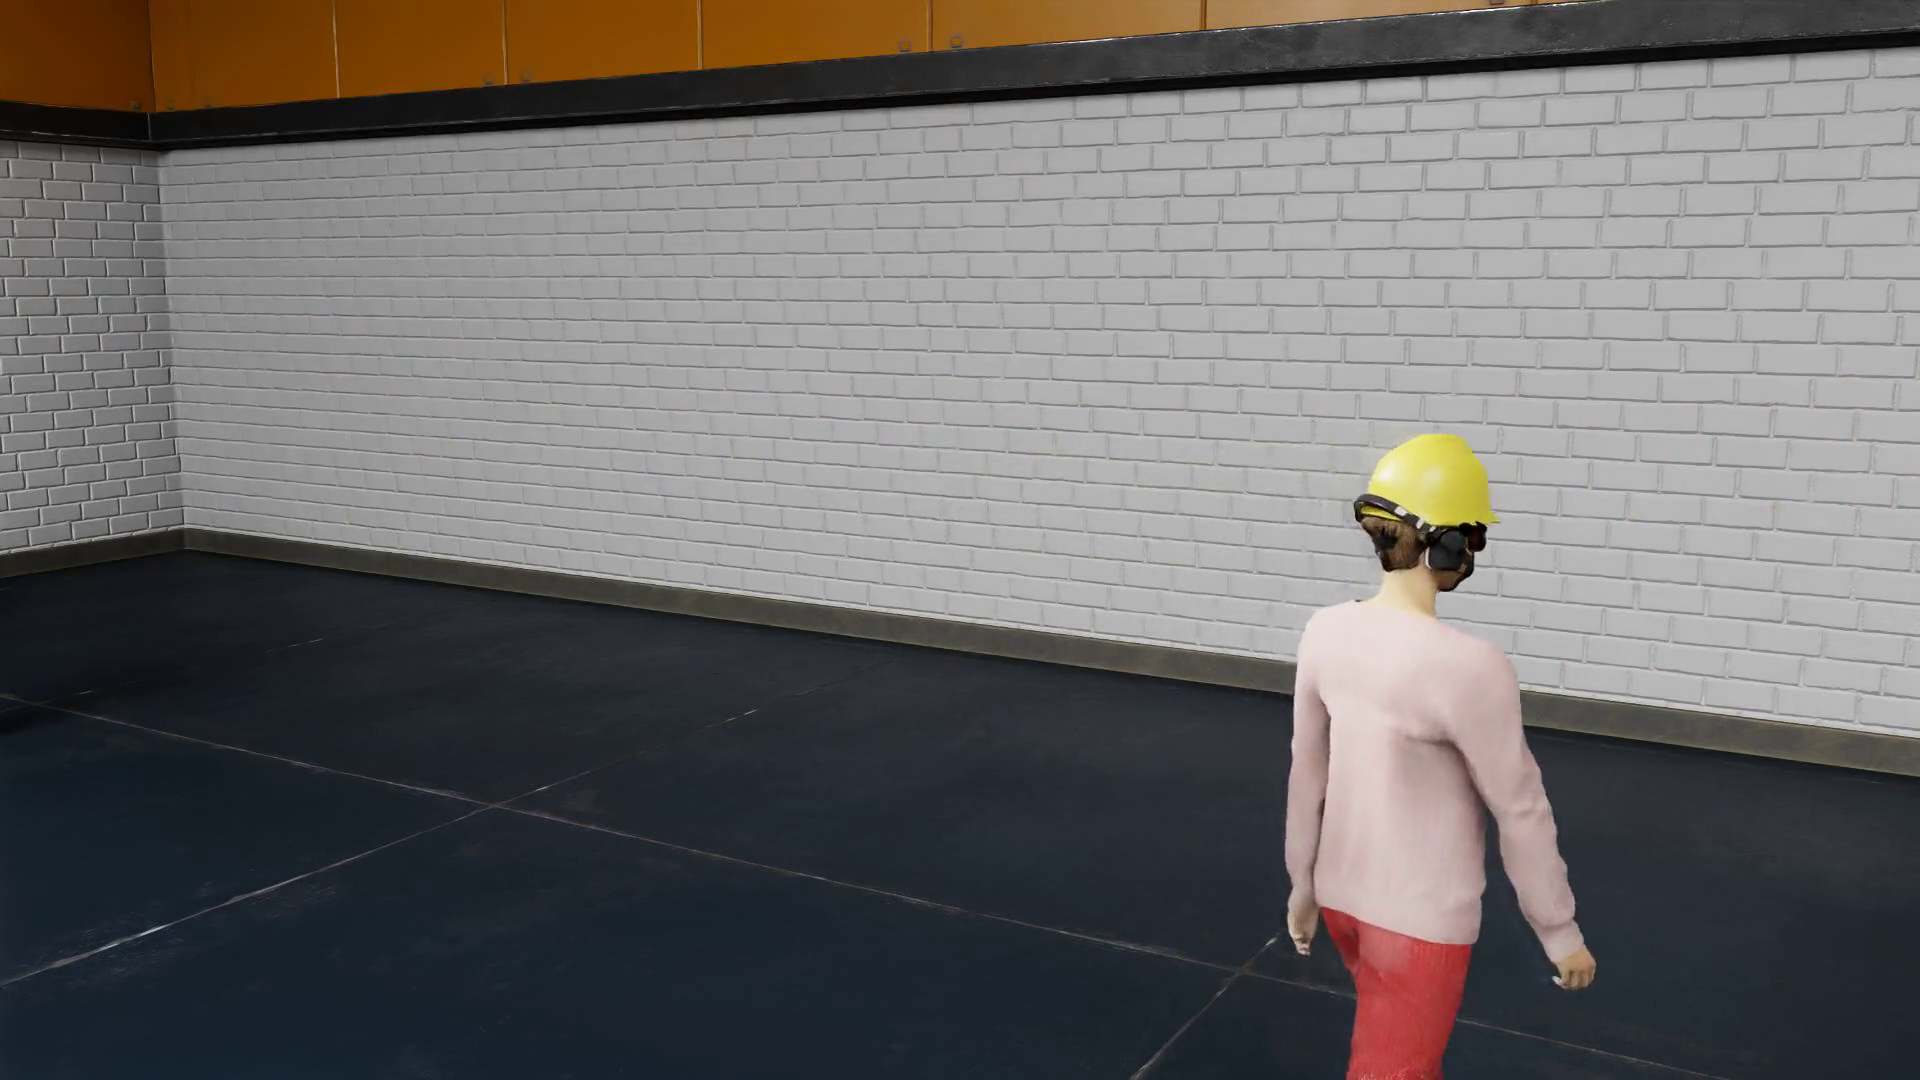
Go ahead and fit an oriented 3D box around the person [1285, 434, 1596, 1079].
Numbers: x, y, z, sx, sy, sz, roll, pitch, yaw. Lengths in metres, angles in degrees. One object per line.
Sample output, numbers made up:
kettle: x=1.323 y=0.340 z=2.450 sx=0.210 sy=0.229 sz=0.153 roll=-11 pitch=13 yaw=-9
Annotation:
person: x=0.909 y=0.673 z=3.098 sx=0.774 sy=1.735 sz=0.533 roll=-4 pitch=10 yaw=-22
